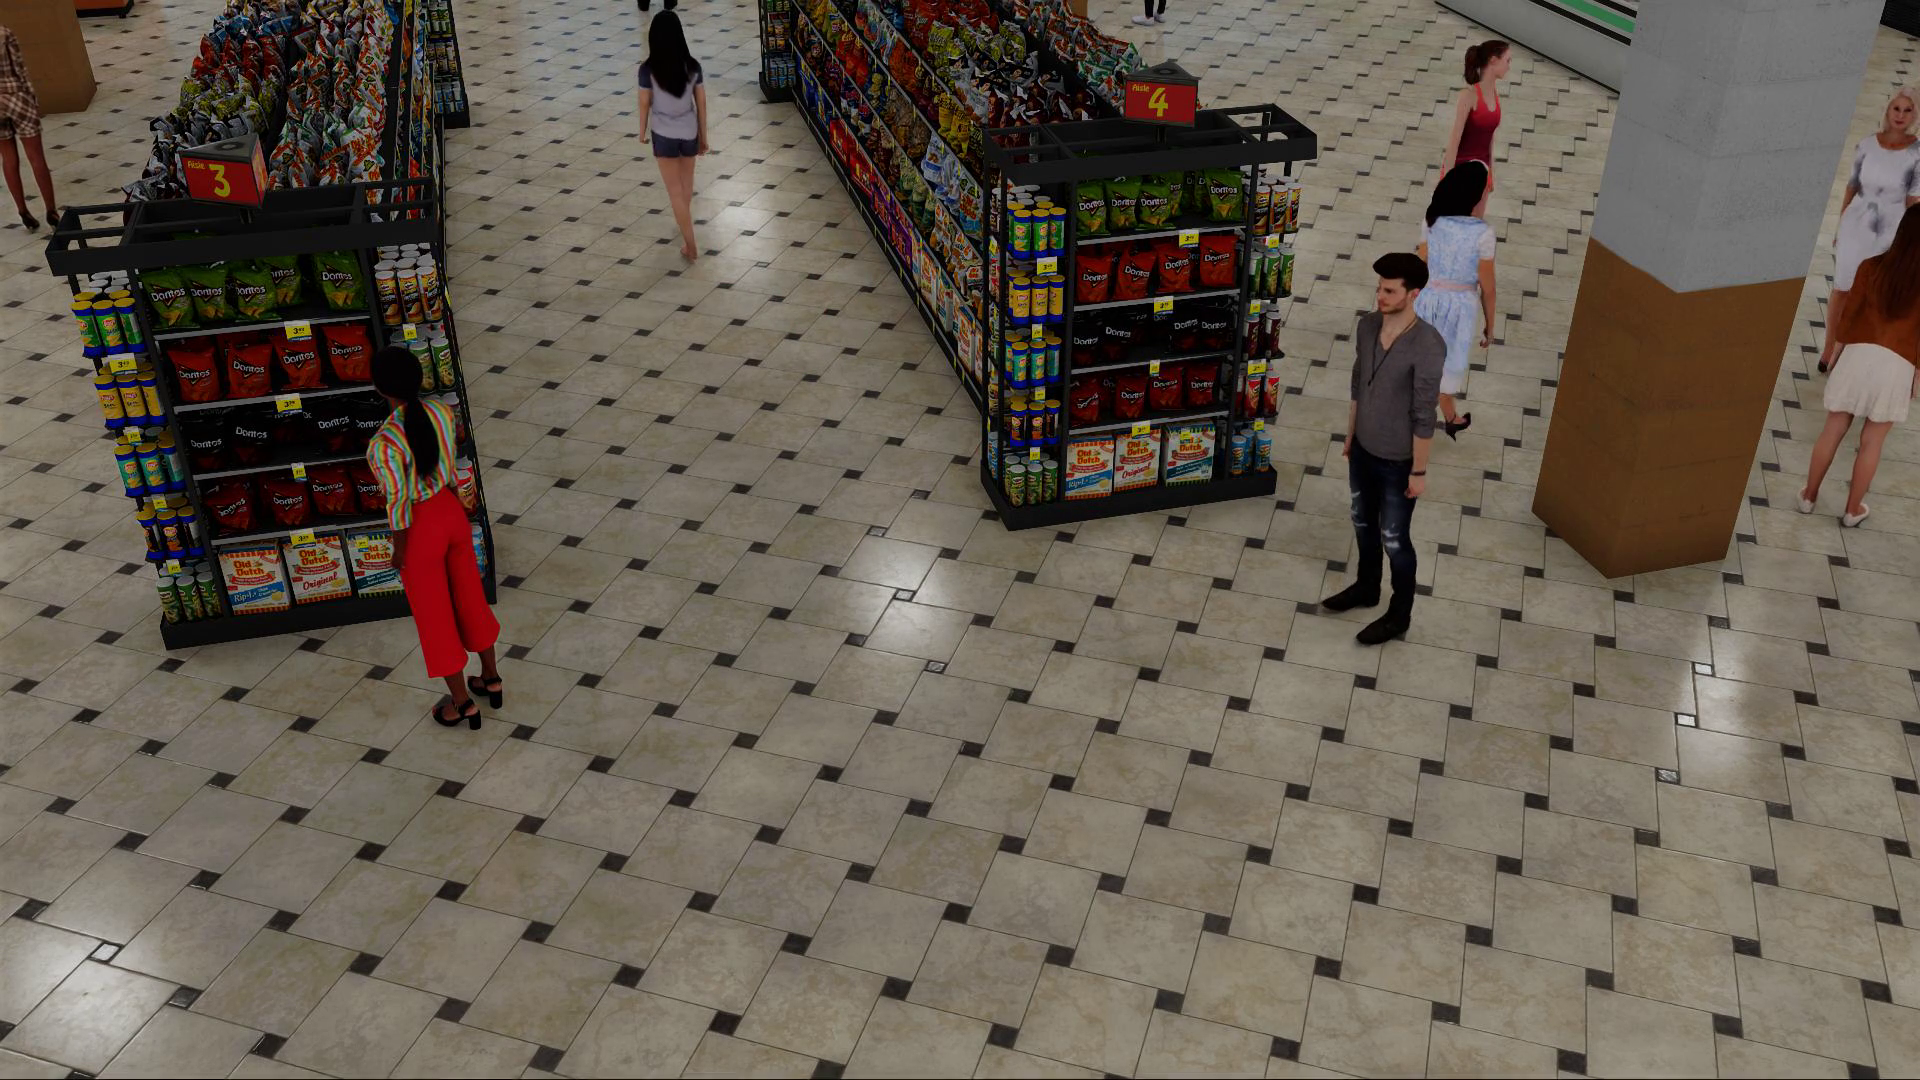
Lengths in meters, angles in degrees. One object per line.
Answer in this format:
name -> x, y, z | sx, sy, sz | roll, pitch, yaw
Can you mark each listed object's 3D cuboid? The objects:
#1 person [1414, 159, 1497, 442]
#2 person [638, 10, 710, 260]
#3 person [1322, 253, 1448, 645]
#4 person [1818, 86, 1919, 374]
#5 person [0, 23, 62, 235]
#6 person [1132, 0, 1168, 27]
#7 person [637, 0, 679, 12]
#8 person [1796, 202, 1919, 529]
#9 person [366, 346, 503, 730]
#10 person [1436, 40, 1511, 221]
person -> 2.470, -1.044, 8.694 | 1.199, 1.762, 1.102 | 26, 40, 35
person -> -1.959, -2.770, 11.556 | 0.762, 1.670, 1.103 | -16, 35, -25
person -> 1.980, -0.418, 7.567 | 0.806, 1.891, 0.624 | -16, 35, -24
person -> 5.530, -1.890, 10.082 | 0.944, 1.732, 1.002 | 18, 36, 26
person -> -6.818, -3.075, 11.931 | 0.606, 1.791, 0.595 | -2, 32, -4
person -> 1.998, -6.110, 16.908 | 0.684, 1.687, 0.677 | -25, 39, -34
person -> -3.276, -6.499, 17.389 | 0.745, 1.838, 0.595 | -5, 32, -7
person -> 4.654, -0.877, 8.471 | 0.667, 1.715, 0.758 | 24, 39, 34
person -> -2.211, 0.011, 6.971 | 0.743, 1.792, 0.671 | 15, 35, 22
person -> 3.292, -2.367, 10.850 | 0.751, 1.731, 0.718 | -12, 34, -19
